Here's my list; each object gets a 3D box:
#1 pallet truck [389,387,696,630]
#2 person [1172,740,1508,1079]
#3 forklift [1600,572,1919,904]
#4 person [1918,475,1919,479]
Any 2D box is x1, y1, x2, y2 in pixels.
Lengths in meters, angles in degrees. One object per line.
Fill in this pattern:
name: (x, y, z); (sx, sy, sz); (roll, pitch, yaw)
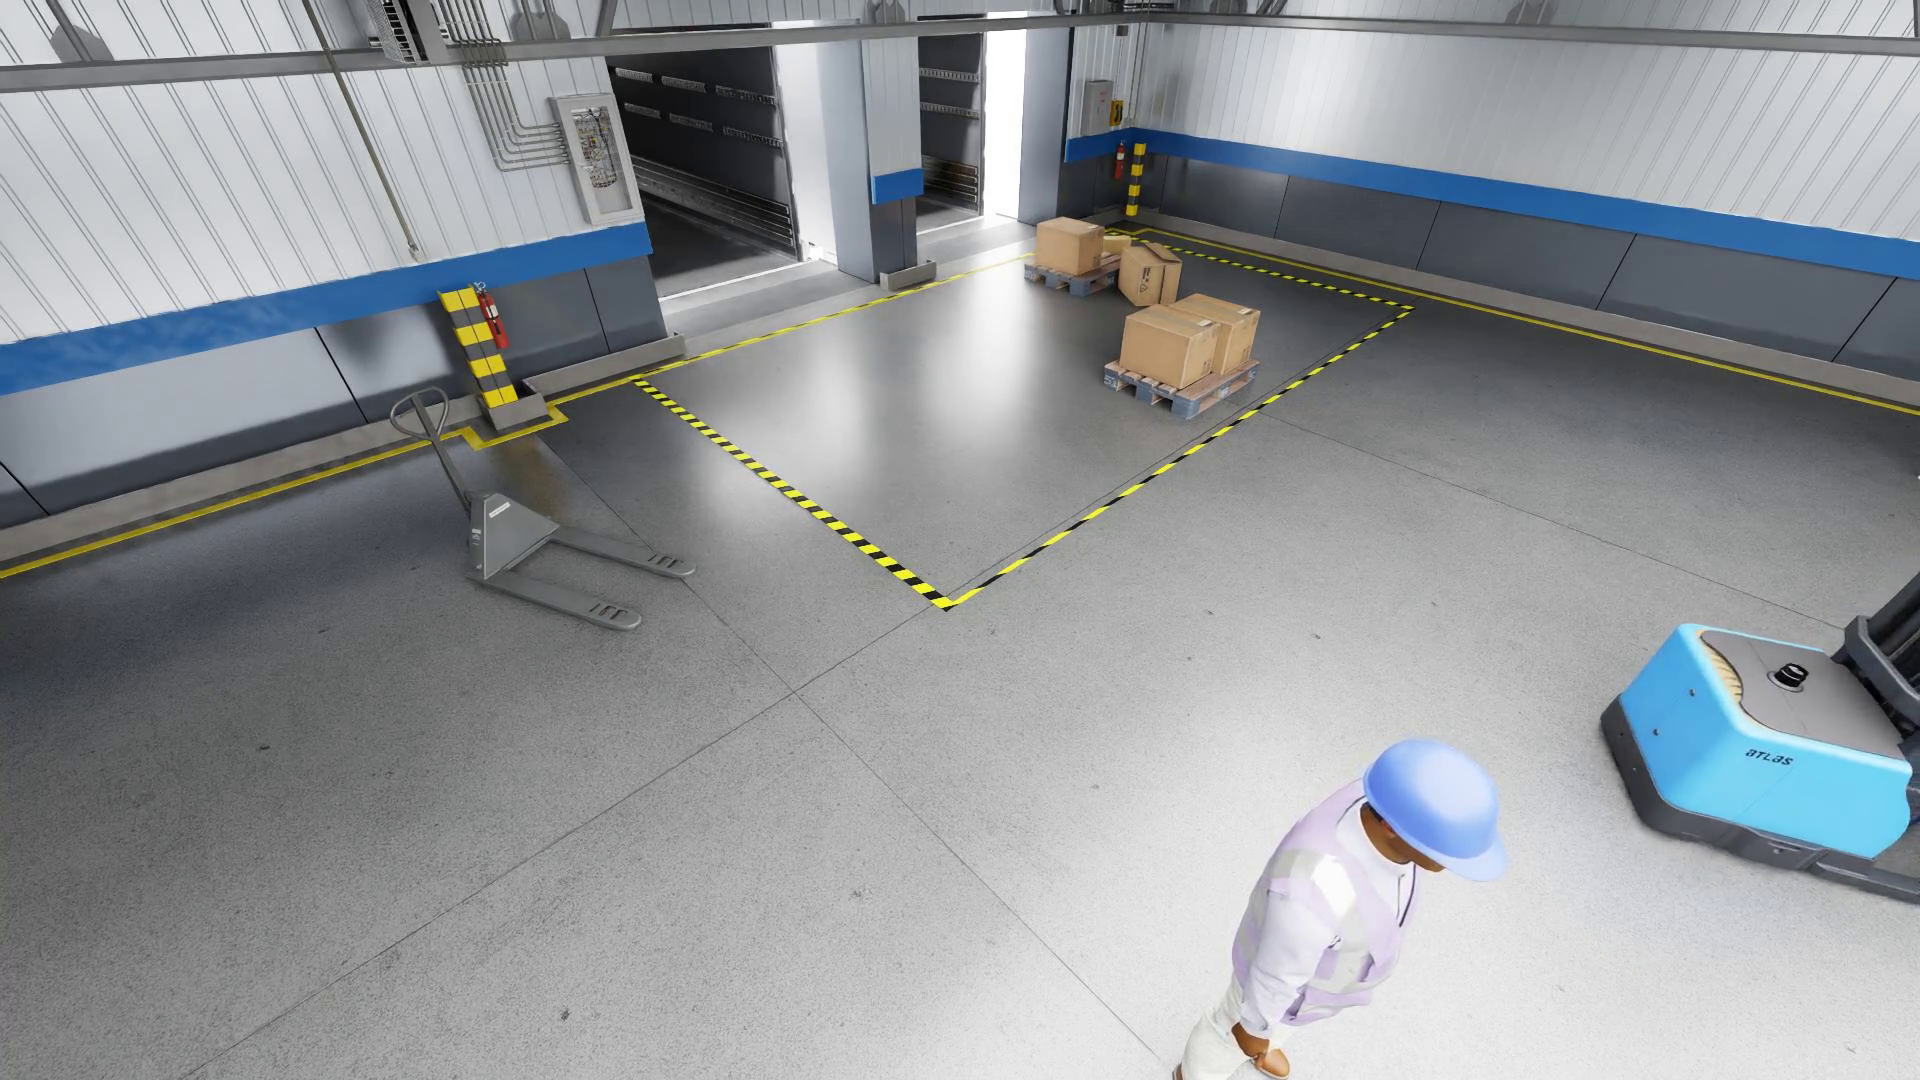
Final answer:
pallet truck: (-2.613, -0.247, 4.593); (1.601, 1.201, 0.680); (14, 40, 17)
person: (1.004, 1.212, 2.126); (0.614, 1.945, 0.403); (-28, 46, -31)
forklift: (3.754, 0.475, 3.003); (0.776, 2.013, 0.716); (13, 40, 16)
person: (7.879, -1.111, 5.297); (0.483, 1.744, 0.300); (0, 38, 0)
